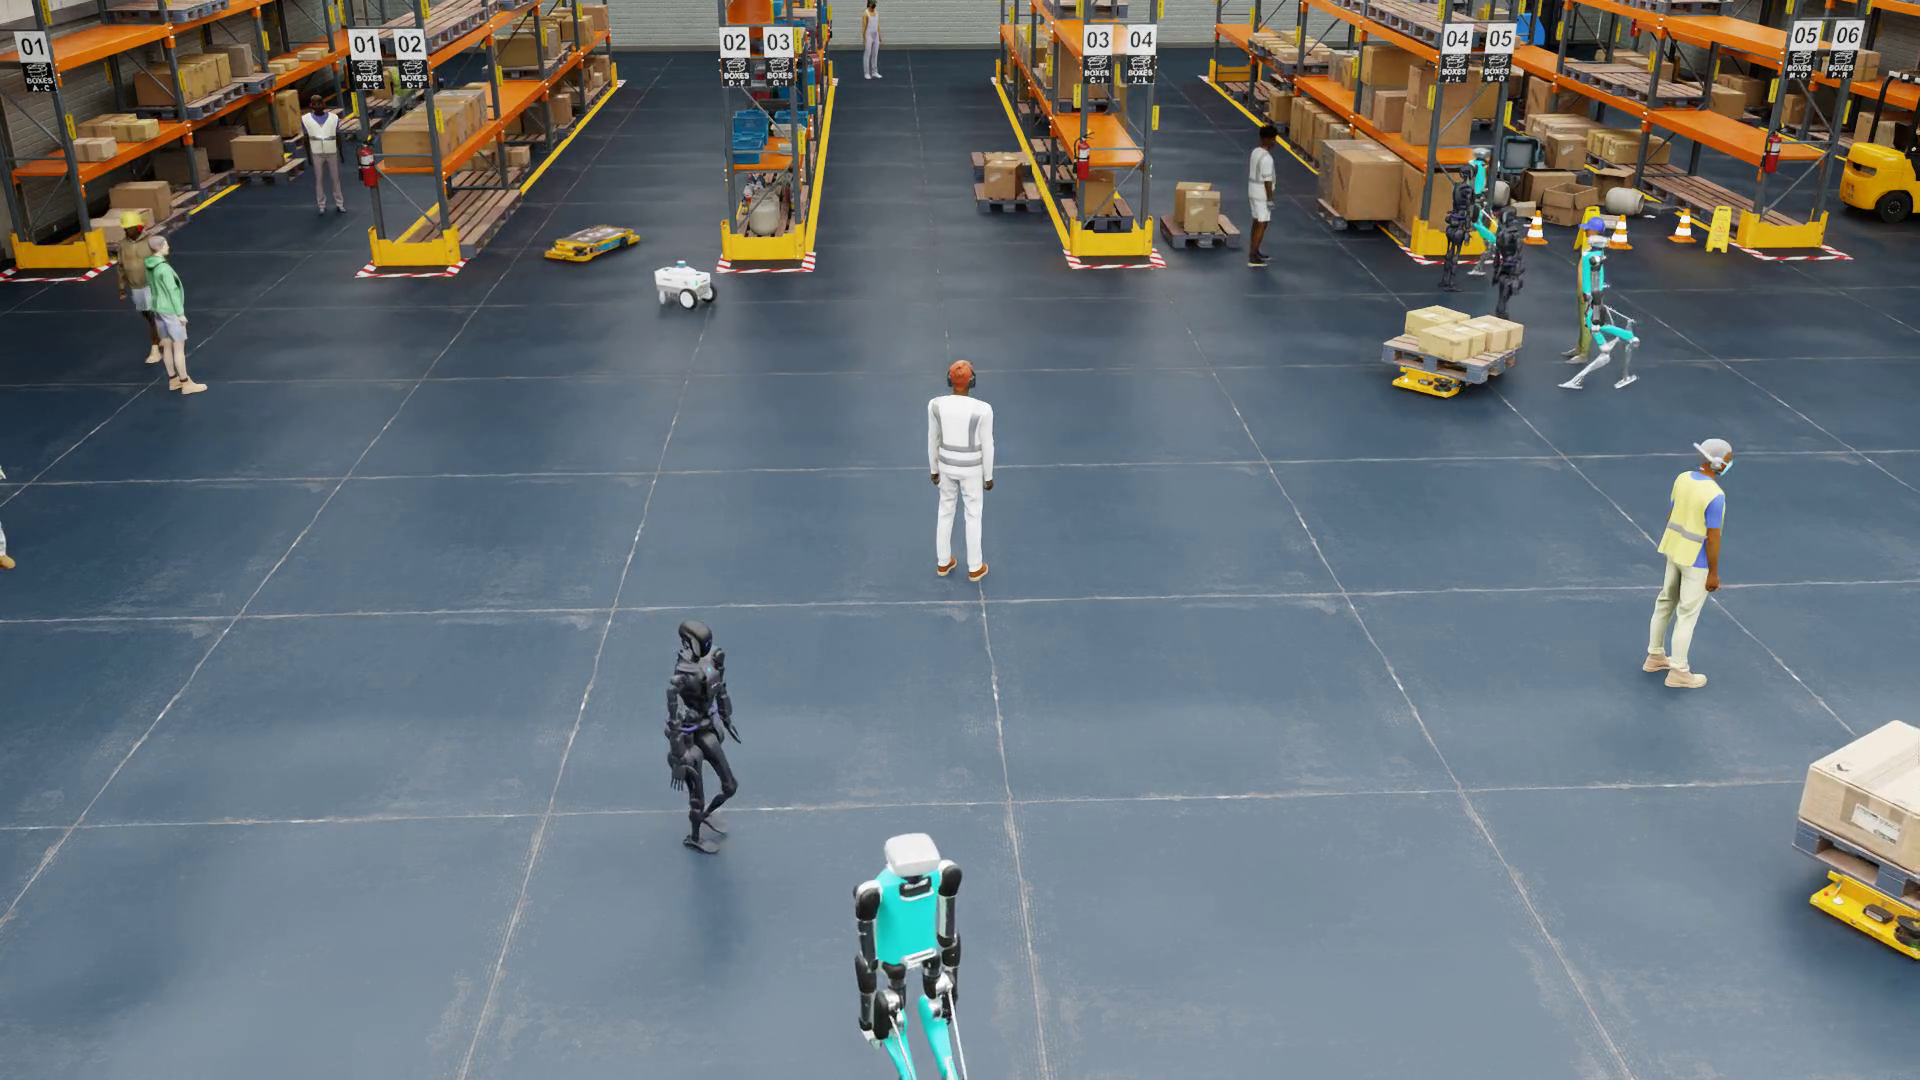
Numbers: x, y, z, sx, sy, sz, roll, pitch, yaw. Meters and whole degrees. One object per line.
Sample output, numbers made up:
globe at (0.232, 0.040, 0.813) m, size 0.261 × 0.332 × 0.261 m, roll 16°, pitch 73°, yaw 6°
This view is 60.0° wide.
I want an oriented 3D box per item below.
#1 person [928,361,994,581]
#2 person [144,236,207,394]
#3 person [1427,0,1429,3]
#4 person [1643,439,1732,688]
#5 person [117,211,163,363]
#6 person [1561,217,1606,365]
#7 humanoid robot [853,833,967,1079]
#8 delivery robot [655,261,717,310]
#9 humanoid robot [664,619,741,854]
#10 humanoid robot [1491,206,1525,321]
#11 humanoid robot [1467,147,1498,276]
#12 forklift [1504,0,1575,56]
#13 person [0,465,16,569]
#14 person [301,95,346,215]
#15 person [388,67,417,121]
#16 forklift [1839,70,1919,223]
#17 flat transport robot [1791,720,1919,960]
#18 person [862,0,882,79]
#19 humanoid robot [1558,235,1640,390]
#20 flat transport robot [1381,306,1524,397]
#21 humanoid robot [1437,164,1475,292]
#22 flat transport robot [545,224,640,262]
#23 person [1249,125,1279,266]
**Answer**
person at (0.004, -0.572, 13.790) m, size 0.572 × 1.878 × 0.340 m, roll 10°, pitch 26°, yaw 21°
person at (-8.646, -2.463, 18.194) m, size 0.472 × 1.742 × 0.336 m, roll 18°, pitch 30°, yaw 35°
person at (11.691, -12.997, 41.803) m, size 0.421 × 1.797 × 0.607 m, roll -6°, pitch 25°, yaw -13°
person at (5.309, 0.165, 12.110) m, size 0.398 × 1.892 × 0.533 m, roll -6°, pitch 25°, yaw -13°
person at (-9.508, -3.005, 19.429) m, size 0.557 × 1.734 × 0.840 m, roll -1°, pitch 24°, yaw -2°
person at (7.192, -2.869, 19.137) m, size 0.354 × 1.718 × 0.447 m, roll 6°, pitch 25°, yaw 14°
humanoid robot at (-0.091, 2.291, 7.574) m, size 0.556 × 1.821 × 0.895 m, roll -13°, pitch 27°, yaw -27°
delivery robot at (-3.562, -3.307, 21.570) m, size 0.781 × 0.610 × 0.499 m, roll 13°, pitch 27°, yaw 26°
humanoid robot at (-1.594, 1.185, 10.083) m, size 0.374 × 1.635 × 0.595 m, roll 12°, pitch 27°, yaw 25°
humanoid robot at (6.574, -3.177, 19.895) m, size 0.458 × 1.634 × 0.611 m, roll -5°, pitch 24°, yaw -10°
humanoid robot at (7.149, -4.356, 22.523) m, size 0.684 × 1.849 × 0.536 m, roll 14°, pitch 27°, yaw 28°
forklift at (14.700, -13.805, 42.301) m, size 1.873 × 2.768 × 1.129 m, roll -1°, pitch 24°, yaw -2°
person at (-8.288, -0.595, 13.830) m, size 0.386 × 1.887 × 0.585 m, roll 17°, pitch 29°, yaw 33°
person at (-9.994, -6.072, 26.177) m, size 0.563 × 1.846 × 0.397 m, roll -11°, pitch 26°, yaw -22°
person at (-10.706, -8.526, 31.905) m, size 0.551 × 1.656 × 0.827 m, roll 2°, pitch 24°, yaw 3°
forklift at (15.132, -6.143, 25.915) m, size 2.313 × 2.155 × 1.214 m, roll -1°, pitch 24°, yaw -2°
flat transport robot at (5.791, 2.030, 9.912) m, size 1.431 × 0.231 × 0.659 m, roll -15°, pitch 28°, yaw -31°
person at (-2.037, -11.760, 38.937) m, size 0.531 × 1.860 × 0.391 m, roll -20°, pitch 31°, yaw -38°
humanoid robot at (7.204, -2.451, 18.232) m, size 1.000 × 1.770 × 0.559 m, roll 4°, pitch 24°, yaw 8°
flat transport robot at (5.531, -1.919, 18.784) m, size 0.659 × 0.231 × 1.431 m, roll 20°, pitch 31°, yaw 38°
humanoid robot at (6.616, -4.160, 22.071) m, size 0.315 × 1.657 × 0.599 m, roll -1°, pitch 24°, yaw -2°
flat transport robot at (-5.335, -4.314, 24.166) m, size 0.659 × 0.231 × 1.431 m, roll 10°, pitch 26°, yaw 22°
person at (4.234, -4.828, 23.254) m, size 0.390 × 1.964 × 0.609 m, roll -4°, pitch 24°, yaw -9°
